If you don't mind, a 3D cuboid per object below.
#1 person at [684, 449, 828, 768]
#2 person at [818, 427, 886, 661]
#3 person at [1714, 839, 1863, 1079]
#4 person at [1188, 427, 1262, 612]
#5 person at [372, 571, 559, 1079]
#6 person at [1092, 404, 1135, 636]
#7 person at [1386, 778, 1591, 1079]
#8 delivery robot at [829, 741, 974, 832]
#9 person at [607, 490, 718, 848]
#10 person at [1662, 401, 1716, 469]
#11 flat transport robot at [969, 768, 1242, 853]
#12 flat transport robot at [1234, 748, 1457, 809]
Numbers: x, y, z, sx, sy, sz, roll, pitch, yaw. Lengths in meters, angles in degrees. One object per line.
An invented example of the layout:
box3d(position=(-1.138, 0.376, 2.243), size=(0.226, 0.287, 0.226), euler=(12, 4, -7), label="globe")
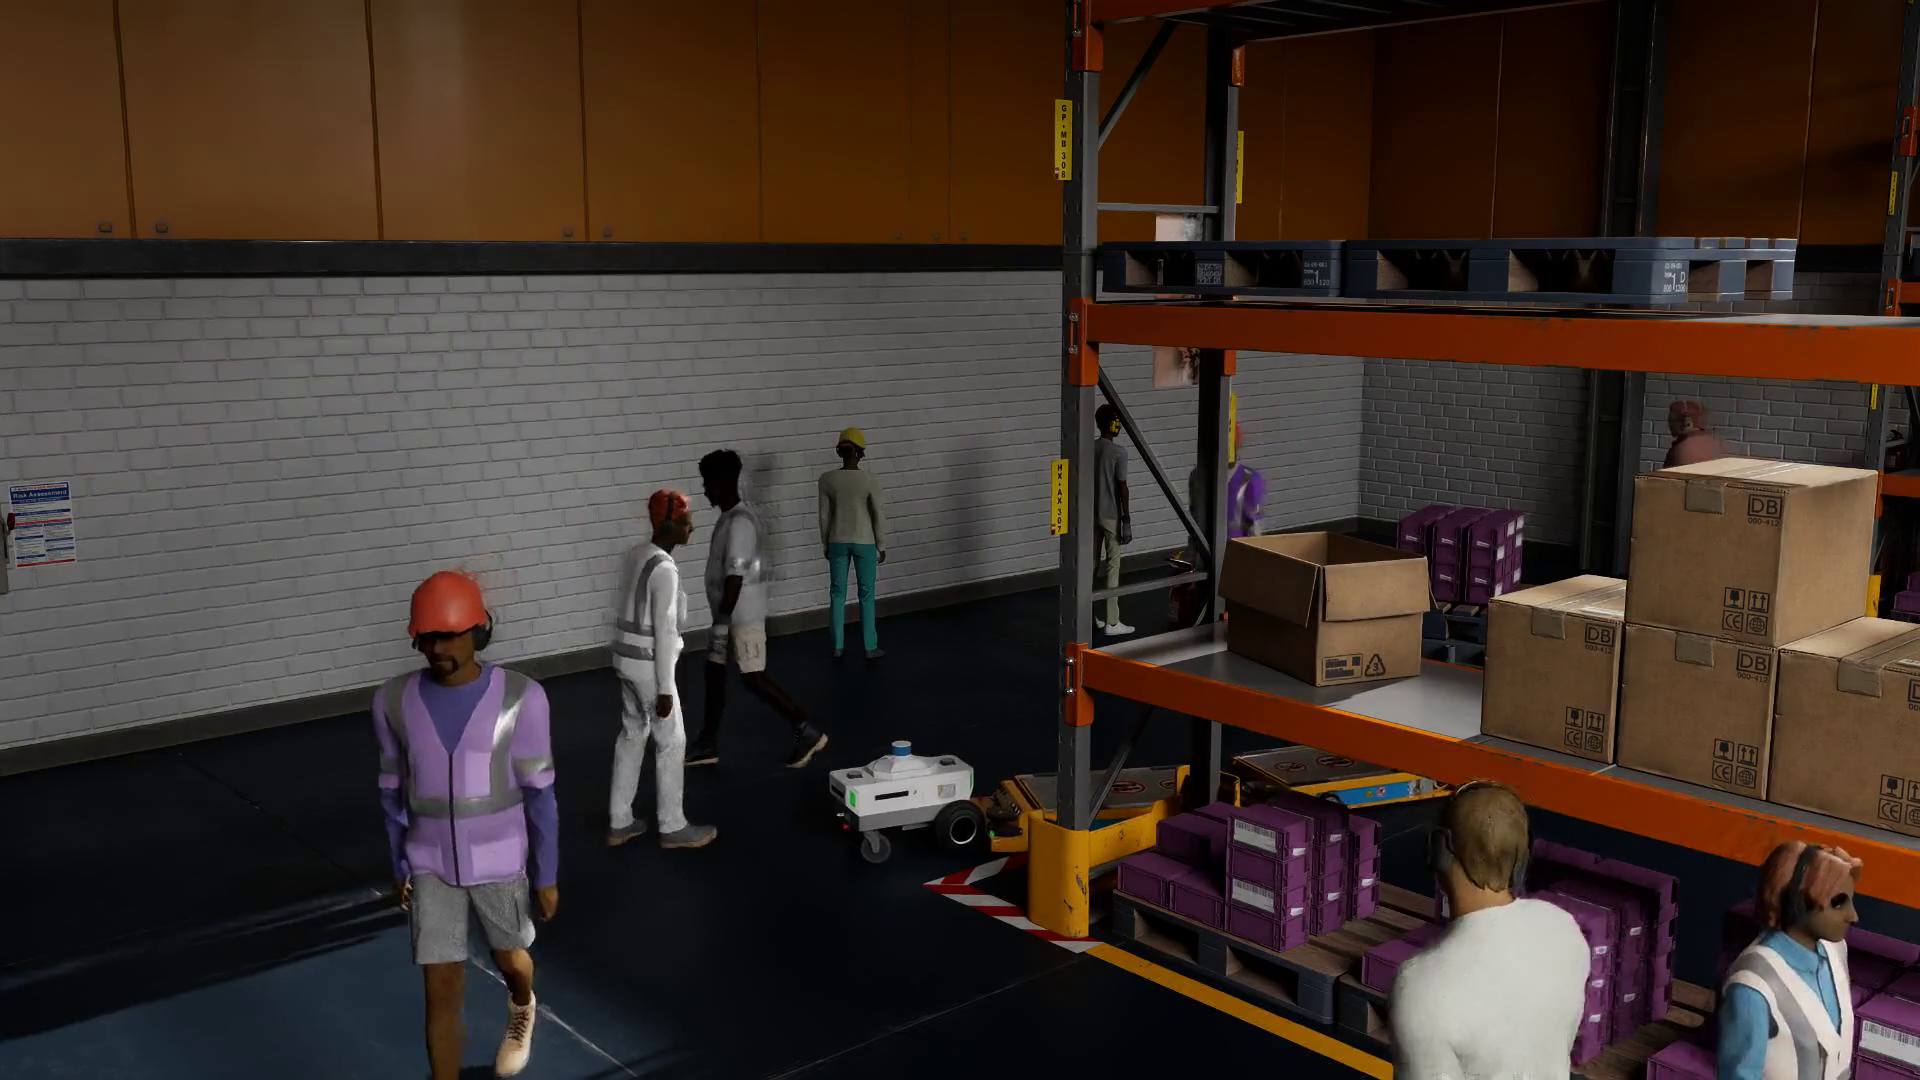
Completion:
box3d(position=(-1.258, 0.416, 9.810), size=(0.880, 1.936, 0.607), euler=(-3, 10, -17), label="person")
box3d(position=(-0.803, 0.031, 12.510), size=(0.523, 1.765, 0.316), euler=(2, 10, 14), label="person")
box3d(position=(2.024, 1.525, 4.178), size=(0.519, 1.627, 0.407), euler=(-9, 14, -44), label="person")
box3d(position=(1.828, 0.101, 11.631), size=(0.553, 1.920, 0.410), euler=(5, 11, 26), label="person")
box3d(position=(-1.686, 1.067, 5.757), size=(0.615, 2.006, 1.030), euler=(0, 10, -3), label="person")
box3d(position=(1.172, -0.169, 13.371), size=(0.535, 1.869, 0.312), euler=(9, 14, 44), label="person")
box3d(position=(1.196, 1.480, 3.660), size=(0.643, 1.908, 0.843), euler=(-8, 13, -39), label="person")
box3d(position=(-0.300, 1.271, 8.506), size=(0.707, 0.478, 0.477), euler=(-4, 11, -24), label="delivery robot")
box3d(position=(-1.540, 0.672, 8.499), size=(0.569, 1.865, 0.584), euler=(-5, 11, -29), label="person")
box3d(position=(5.795, -0.184, 13.420), size=(0.640, 1.875, 0.672), euler=(7, 12, 37), label="person")
box3d(position=(0.795, 1.408, 8.808), size=(1.431, 0.197, 0.652), euler=(-2, 10, -11), label="flat transport robot")
box3d(position=(2.162, 1.321, 9.320), size=(1.431, 0.197, 0.652), euler=(-4, 10, -21), label="flat transport robot")
